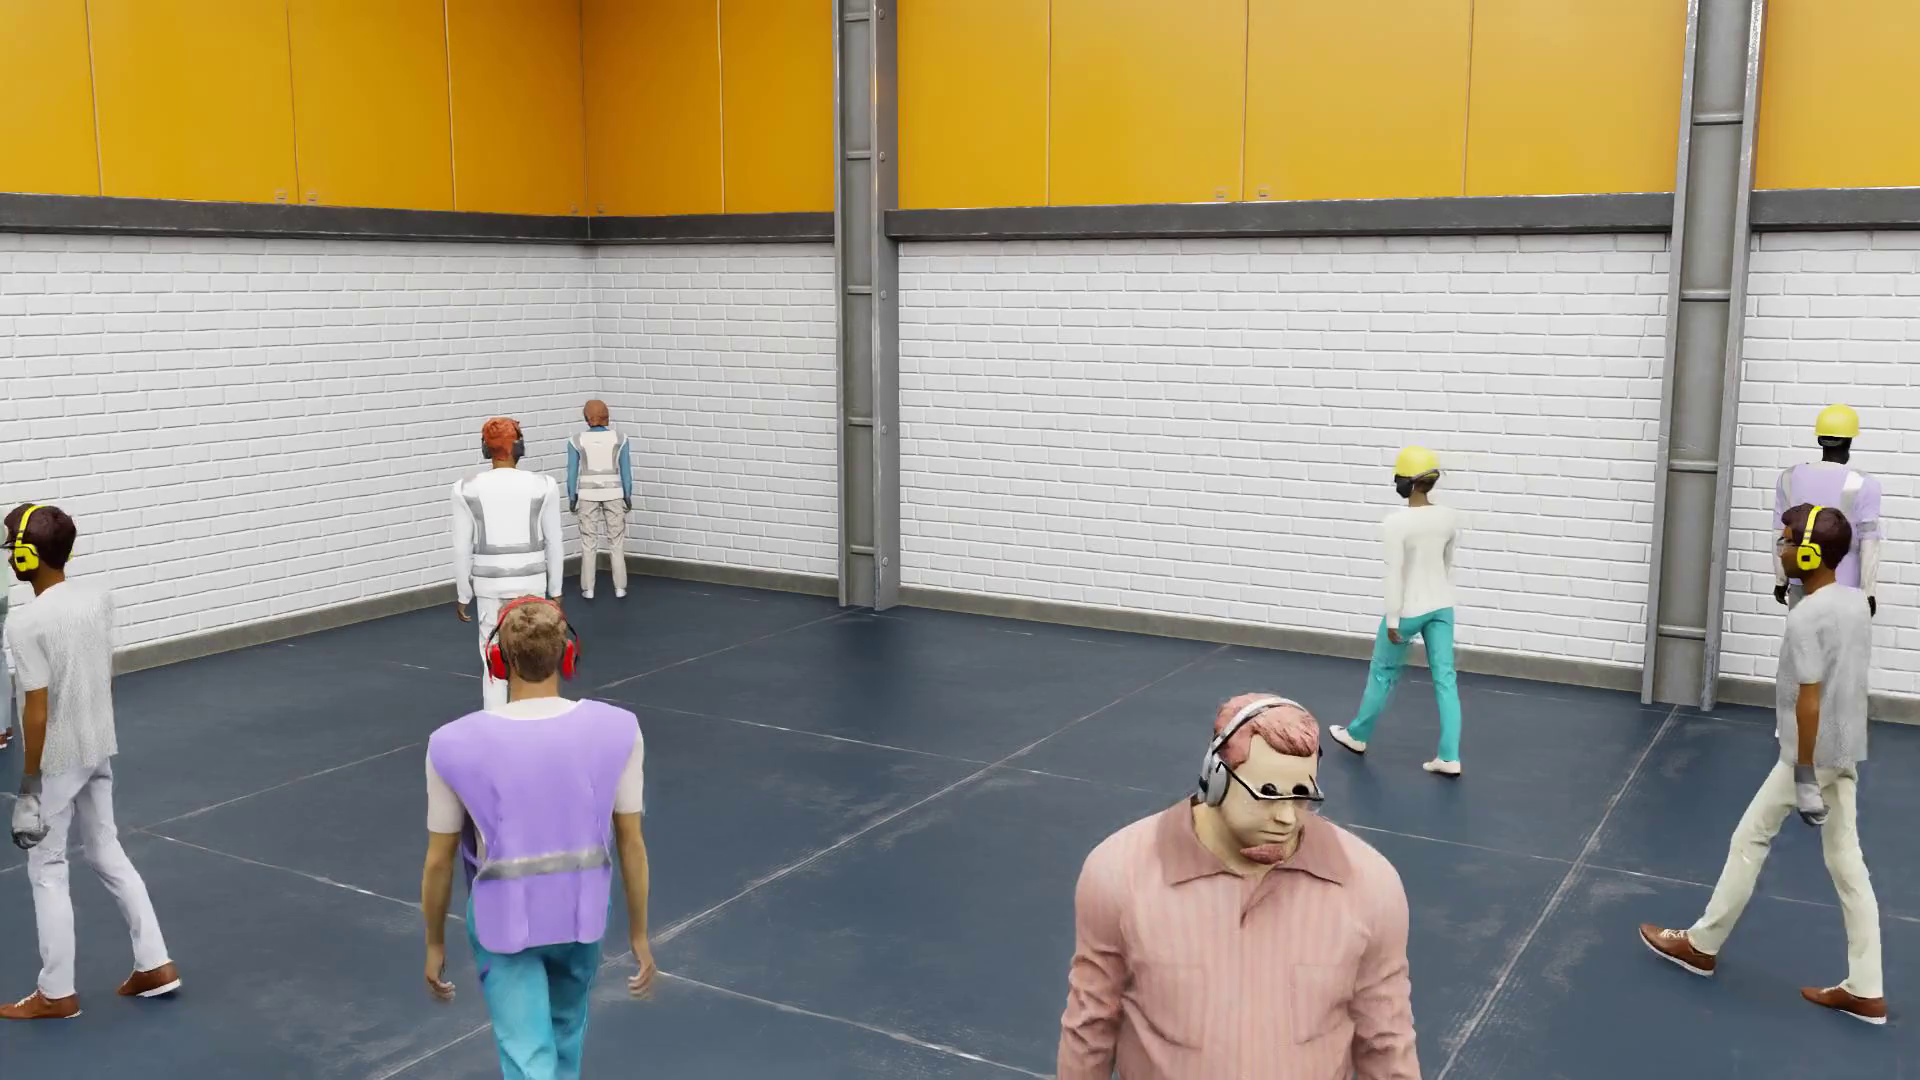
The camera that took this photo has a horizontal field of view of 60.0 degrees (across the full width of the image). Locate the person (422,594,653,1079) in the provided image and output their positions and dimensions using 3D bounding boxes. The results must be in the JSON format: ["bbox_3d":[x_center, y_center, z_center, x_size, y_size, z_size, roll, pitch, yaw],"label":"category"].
[{"bbox_3d":[-1.142,1.040,4.503,0.581,1.799,0.955,-5,10,-26],"label":"person"}]

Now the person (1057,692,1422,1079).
[{"bbox_3d":[0.534,1.202,3.231,0.682,1.880,0.436,0,9,1],"label":"person"}]

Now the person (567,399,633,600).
[{"bbox_3d":[-2.917,-0.322,13.507,0.517,1.632,0.318,-2,9,-13],"label":"person"}]

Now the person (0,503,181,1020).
[{"bbox_3d":[-3.155,0.799,5.887,0.476,1.872,0.561,1,9,9],"label":"person"}]

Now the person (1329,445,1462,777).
[{"bbox_3d":[2.393,0.362,8.902,0.522,1.730,0.879,-4,10,-25],"label":"person"}]

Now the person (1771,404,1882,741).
[{"bbox_3d":[4.819,0.208,9.268,0.356,1.930,0.592,-6,11,-34],"label":"person"}]

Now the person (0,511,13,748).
[{"bbox_3d":[-5.469,0.361,9.260,0.318,1.631,0.541,-1,9,-7],"label":"person"}]

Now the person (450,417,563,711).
[{"bbox_3d":[-2.435,0.276,8.998,0.575,1.881,0.356,-3,9,-16],"label":"person"}]

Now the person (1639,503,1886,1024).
[{"bbox_3d":[3.009,0.772,6.070,0.516,1.829,0.933,-6,11,-33],"label":"person"}]
